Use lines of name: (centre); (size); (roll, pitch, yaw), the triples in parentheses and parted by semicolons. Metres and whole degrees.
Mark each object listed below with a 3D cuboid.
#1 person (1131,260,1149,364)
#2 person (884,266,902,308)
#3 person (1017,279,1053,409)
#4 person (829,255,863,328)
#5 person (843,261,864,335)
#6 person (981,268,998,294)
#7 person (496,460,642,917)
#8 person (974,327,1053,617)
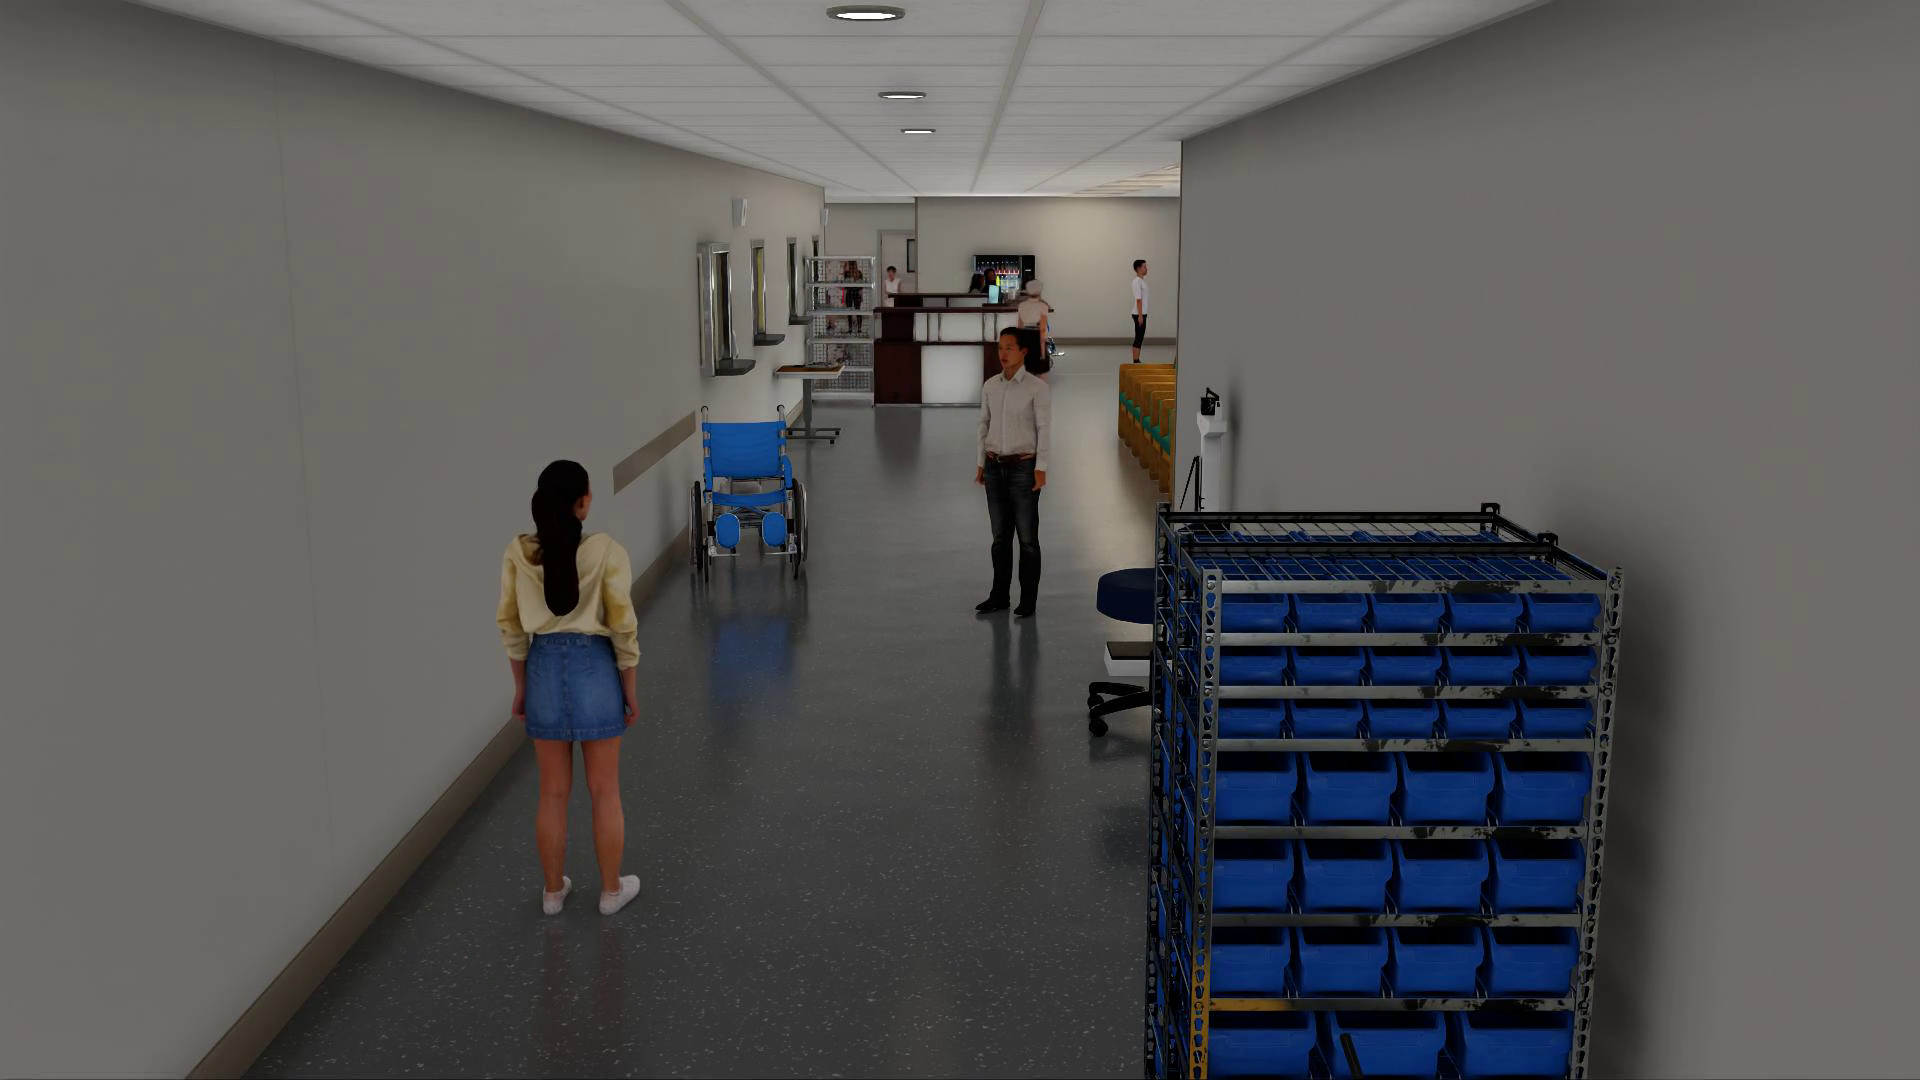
person: (3.068, -3.858, 28.415); (0.634, 1.852, 0.707); (2, 11, 11)
person: (-1.425, -5.143, 36.058); (0.936, 1.528, 0.682); (1, 11, 6)
person: (0.864, -2.396, 21.107); (1.130, 1.705, 1.032); (6, 12, 27)
person: (-2.737, -5.873, 39.470); (1.023, 1.690, 0.620); (-1, 11, -4)
person: (-2.405, -5.503, 37.470); (0.566, 1.708, 0.713); (-3, 11, -17)
person: (0.537, -4.405, 31.935); (0.808, 1.615, 0.773); (7, 13, 34)
person: (-1.379, 0.525, 5.915); (0.468, 1.630, 0.702); (0, 11, 2)
person: (0.342, -0.438, 10.503); (0.686, 1.811, 0.802); (6, 13, 31)
